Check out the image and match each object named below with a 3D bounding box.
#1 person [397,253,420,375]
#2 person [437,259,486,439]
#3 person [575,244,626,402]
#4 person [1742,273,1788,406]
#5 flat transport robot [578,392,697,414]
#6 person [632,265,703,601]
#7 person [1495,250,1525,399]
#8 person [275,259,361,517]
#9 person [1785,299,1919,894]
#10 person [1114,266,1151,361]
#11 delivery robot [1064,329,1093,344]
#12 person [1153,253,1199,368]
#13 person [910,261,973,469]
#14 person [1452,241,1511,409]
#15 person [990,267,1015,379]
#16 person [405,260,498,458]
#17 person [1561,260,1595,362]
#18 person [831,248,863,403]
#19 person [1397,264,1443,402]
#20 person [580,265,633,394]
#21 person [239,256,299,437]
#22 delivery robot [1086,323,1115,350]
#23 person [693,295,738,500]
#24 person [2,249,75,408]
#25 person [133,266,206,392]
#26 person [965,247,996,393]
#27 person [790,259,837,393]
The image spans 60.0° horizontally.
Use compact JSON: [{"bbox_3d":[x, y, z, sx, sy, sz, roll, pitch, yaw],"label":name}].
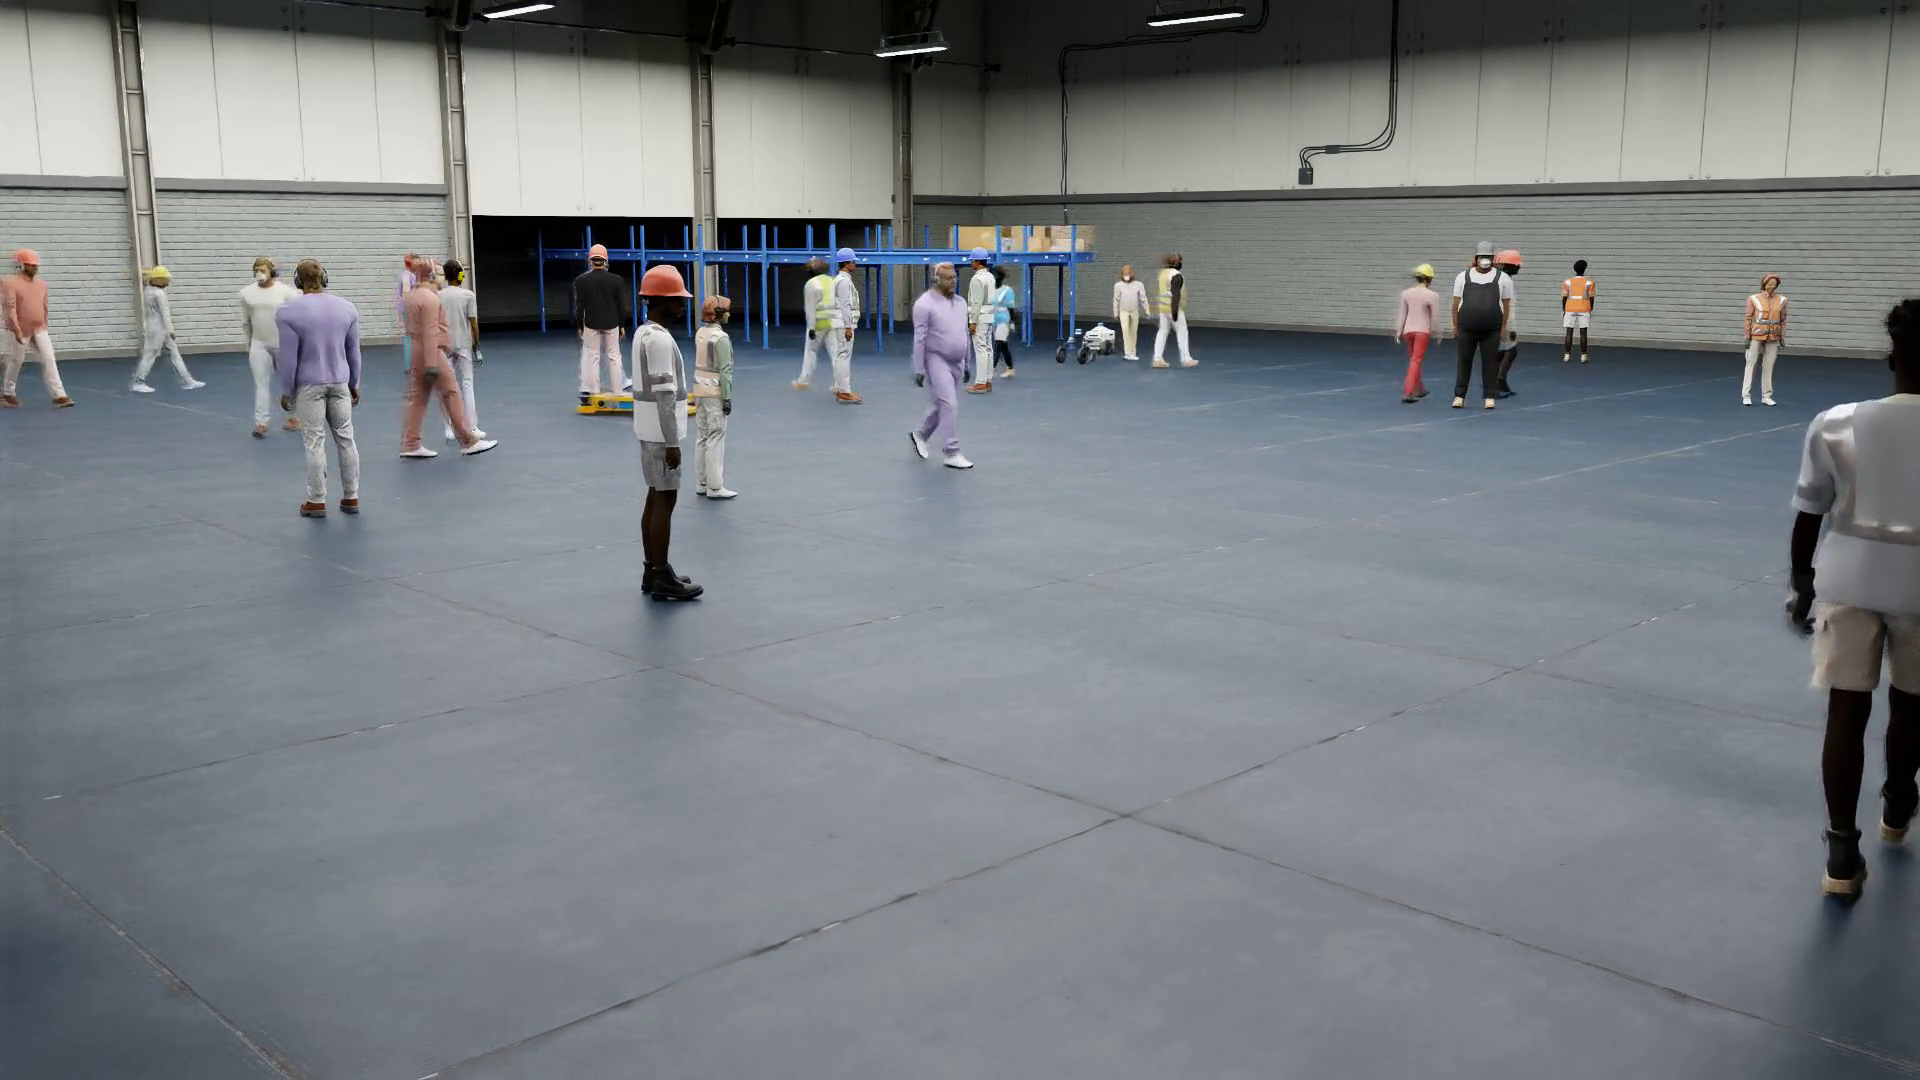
[{"bbox_3d":[-8.412,-3.462,25.449,0.373,1.839,0.571,-2,11,-11],"label":"person"},{"bbox_3d":[-5.242,-1.985,17.322,0.534,1.868,0.309,1,10,4],"label":"person"},{"bbox_3d":[-4.452,-2.659,20.653,0.608,1.995,0.377,-3,11,-15],"label":"person"},{"bbox_3d":[10.032,-2.499,20.754,0.513,1.638,0.307,0,10,2],"label":"person"},{"bbox_3d":[-3.790,-1.650,19.971,1.431,0.197,0.652,2,11,9],"label":"flat transport robot"},{"bbox_3d":[-1.721,-0.631,9.747,0.359,1.936,0.552,-4,11,-21],"label":"person"},{"bbox_3d":[7.134,-2.799,21.620,0.569,1.917,0.579,1,10,6],"label":"person"},{"bbox_3d":[-4.852,-1.155,12.625,0.627,1.934,0.371,-9,14,-41],"label":"person"},{"bbox_3d":[3.098,0.153,5.533,0.627,1.909,0.987,7,12,33],"label":"person"},{"bbox_3d":[2.895,-3.804,28.014,0.608,1.579,0.820,0,10,-1],"label":"person"},{"bbox_3d":[1.983,-3.413,27.844,0.335,0.223,0.698,7,12,32],"label":"delivery robot"},{"bbox_3d":[3.490,-3.681,26.707,0.845,1.813,0.650,-3,11,-18],"label":"person"},{"bbox_3d":[-0.183,-1.633,15.387,0.857,1.881,0.651,10,14,43],"label":"person"},{"bbox_3d":[6.383,-2.619,20.427,0.688,2.000,0.538,4,11,19],"label":"person"},{"bbox_3d":[0.529,-3.163,24.330,0.870,1.643,0.549,-9,13,-39],"label":"person"},{"bbox_3d":[-4.915,-1.720,15.859,0.920,1.864,0.683,-7,12,-32],"label":"person"},{"bbox_3d":[10.340,-3.828,27.839,0.533,1.697,0.322,5,12,27],"label":"person"},{"bbox_3d":[-1.455,-2.736,21.190,0.381,1.951,0.607,-2,11,-9],"label":"person"},{"bbox_3d":[5.931,-2.642,21.253,0.846,1.725,0.553,-9,13,-39],"label":"person"},{"bbox_3d":[-4.798,-2.907,22.362,0.664,1.853,0.982,5,11,24],"label":"person"},{"bbox_3d":[-7.347,-2.078,17.789,0.647,1.893,1.011,0,10,-3],"label":"person"},{"bbox_3d":[2.523,-3.660,29.903,0.477,0.478,0.707,5,11,24],"label":"delivery robot"},{"bbox_3d":[-1.987,-1.155,13.453,0.318,1.628,0.508,-7,12,-32],"label":"person"},{"bbox_3d":[-11.477,-2.594,20.471,1.038,1.946,0.627,5,12,26],"label":"person"},{"bbox_3d":[-10.856,-2.867,22.622,0.918,1.691,0.500,-6,12,-28],"label":"person"},{"bbox_3d":[0.282,-2.973,22.489,0.384,1.949,0.603,4,11,19],"label":"person"},{"bbox_3d":[-1.938,-2.880,22.413,0.931,1.785,0.675,8,13,38],"label":"person"}]
